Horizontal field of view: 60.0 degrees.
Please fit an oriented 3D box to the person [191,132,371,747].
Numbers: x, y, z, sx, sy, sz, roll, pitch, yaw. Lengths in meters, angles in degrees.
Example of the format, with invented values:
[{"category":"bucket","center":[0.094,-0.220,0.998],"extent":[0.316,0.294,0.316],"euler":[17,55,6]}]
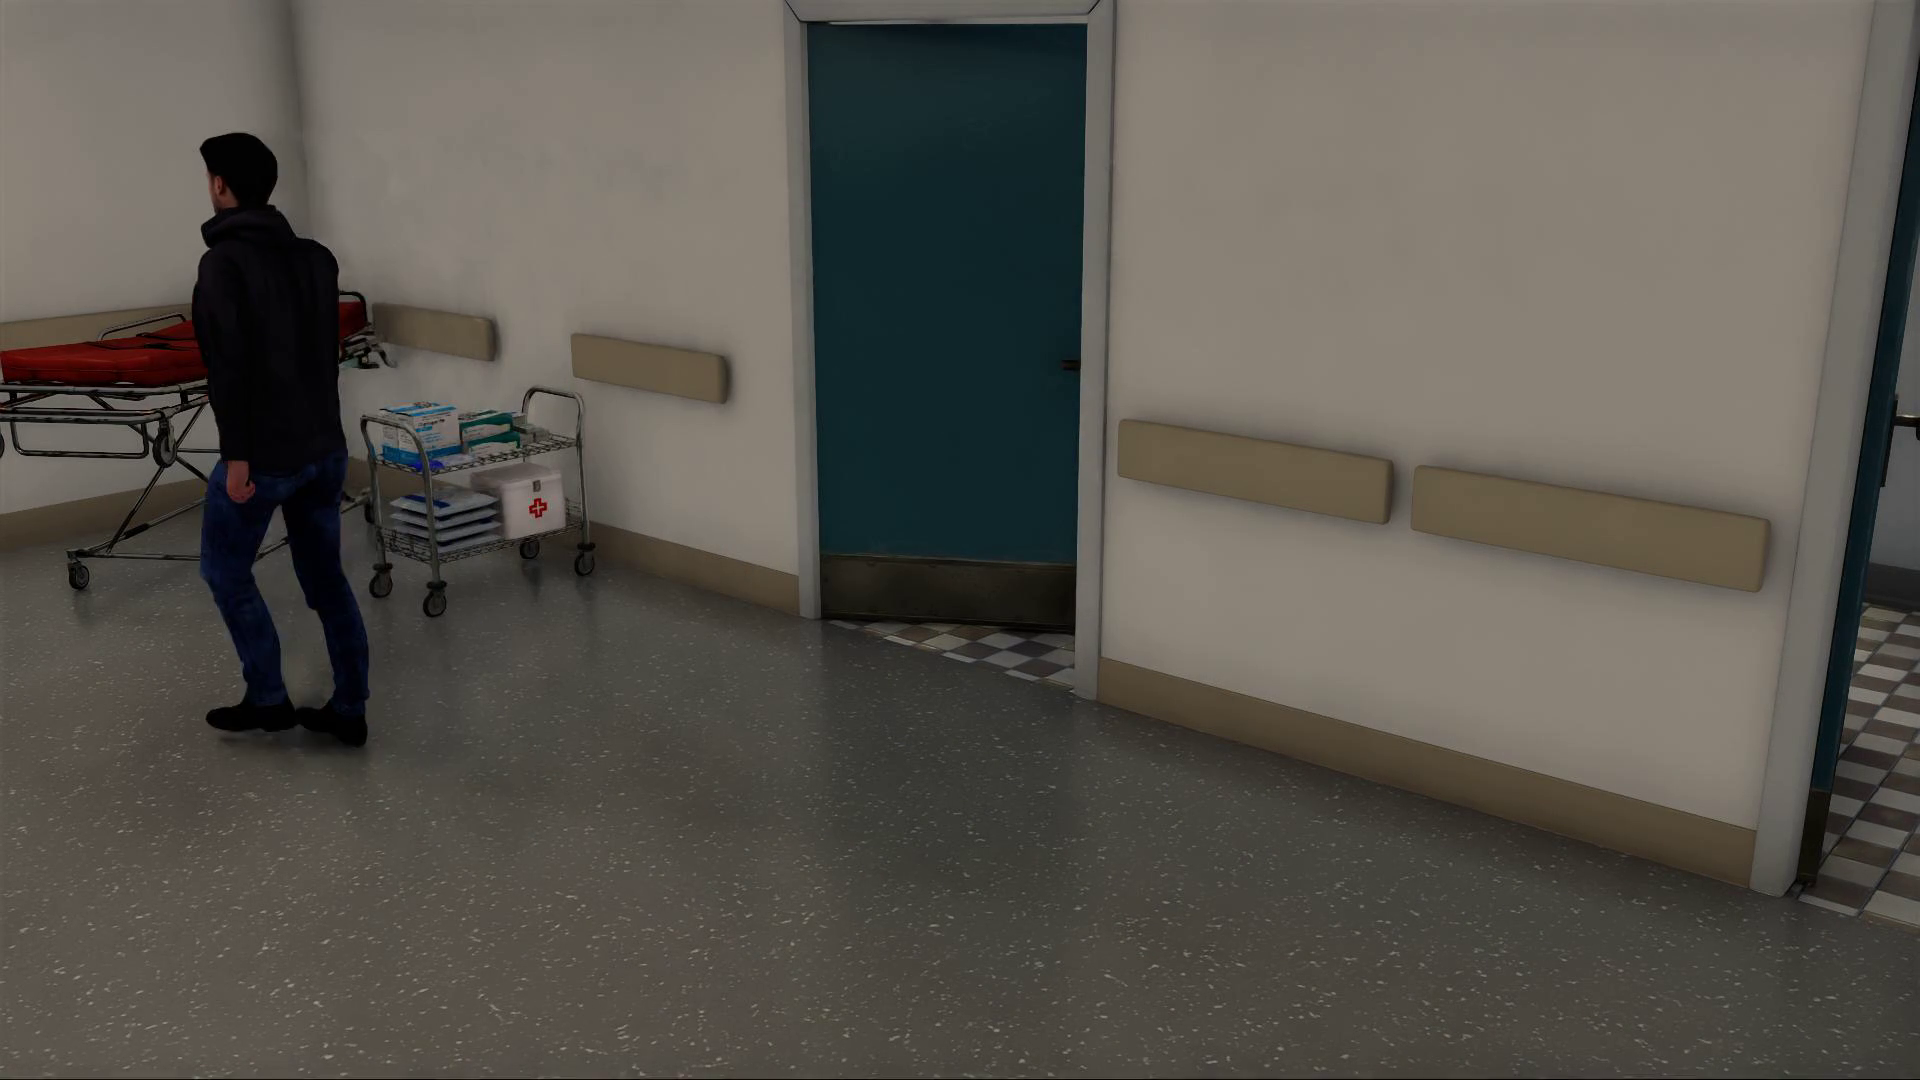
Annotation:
[{"category":"person","center":[-1.974,-0.253,5.005],"extent":[0.840,1.872,0.796],"euler":[7,17,23]}]
